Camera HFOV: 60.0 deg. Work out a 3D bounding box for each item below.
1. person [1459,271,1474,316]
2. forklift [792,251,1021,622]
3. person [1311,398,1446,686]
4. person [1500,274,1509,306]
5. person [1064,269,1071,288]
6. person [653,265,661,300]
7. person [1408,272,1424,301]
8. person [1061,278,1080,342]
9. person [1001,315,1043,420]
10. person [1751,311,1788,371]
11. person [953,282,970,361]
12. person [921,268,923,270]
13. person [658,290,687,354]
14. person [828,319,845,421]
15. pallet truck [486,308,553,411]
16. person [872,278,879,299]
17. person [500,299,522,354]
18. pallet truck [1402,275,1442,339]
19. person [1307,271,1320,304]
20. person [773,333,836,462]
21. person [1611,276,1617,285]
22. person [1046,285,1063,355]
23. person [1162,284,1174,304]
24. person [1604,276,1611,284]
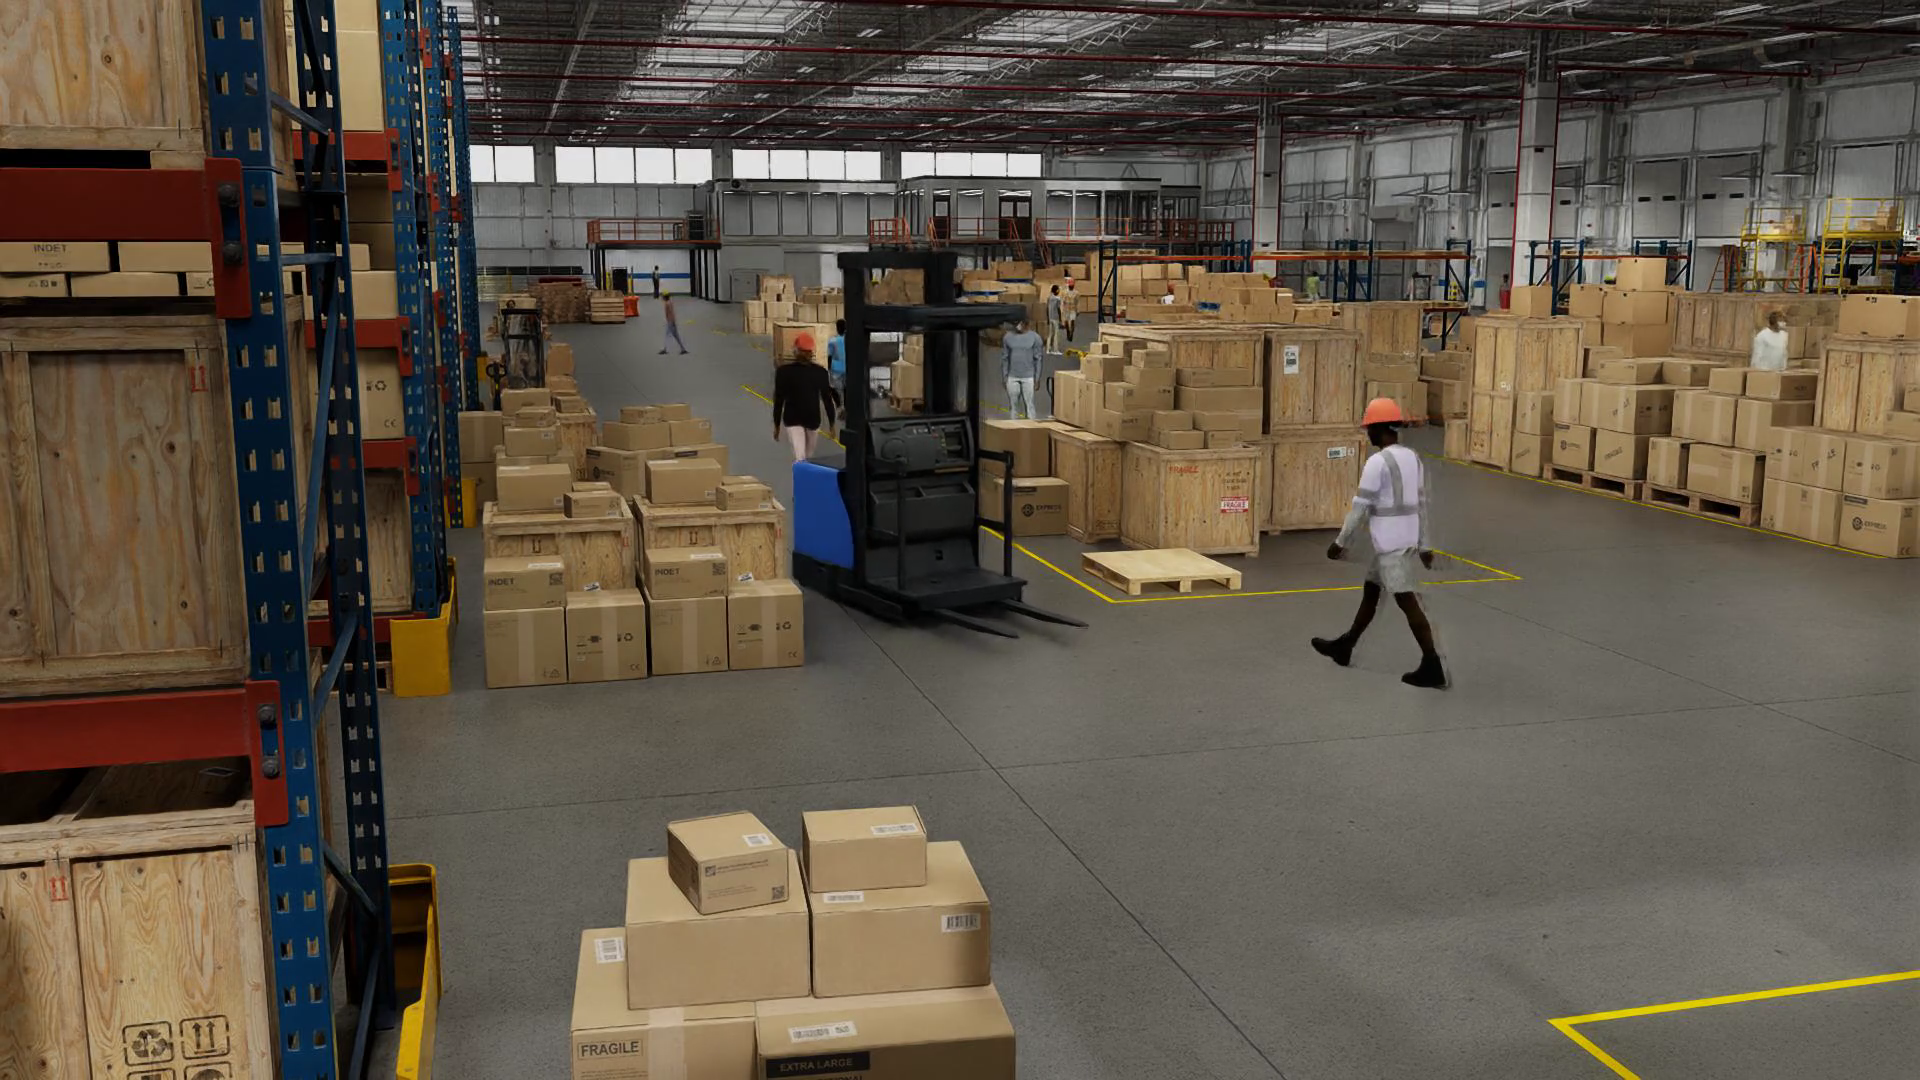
[{"bbox_3d":[20.794,-10.112,68.200,0.627,1.909,0.971,0,10,0],"label":"person"},{"bbox_3d":[-0.502,-0.921,13.387,1.129,2.768,1.873,-7,12,-33],"label":"forklift"},{"bbox_3d":[2.827,0.005,11.023,1.053,1.870,0.551,8,13,37],"label":"person"},{"bbox_3d":[20.062,-8.823,61.048,0.573,1.841,0.720,-7,12,-33],"label":"person"},{"bbox_3d":[4.385,-10.296,69.226,0.586,1.912,0.375,-1,10,-3],"label":"person"},{"bbox_3d":[-16.427,-13.934,90.009,0.328,1.842,0.514,-8,13,-39],"label":"person"},{"bbox_3d":[19.031,-10.302,69.499,0.635,1.826,0.704,2,10,12],"label":"person"},{"bbox_3d":[3.345,-6.959,50.283,0.577,1.922,0.487,2,10,10],"label":"person"},{"bbox_3d":[0.887,-2.340,24.091,0.634,1.939,0.367,4,11,21],"label":"person"},{"bbox_3d":[12.272,-2.526,25.321,0.650,1.903,0.701,-6,12,-31],"label":"person"},{"bbox_3d":[-0.047,-5.482,41.801,0.603,1.966,0.372,2,10,12],"label":"person"},{"bbox_3d":[-1.611,-10.781,71.936,0.623,1.917,0.584,-8,13,-37],"label":"person"},{"bbox_3d":[-7.699,-5.830,44.509,0.764,1.705,0.539,0,10,1],"label":"person"},{"bbox_3d":[-1.940,-2.786,27.316,0.558,1.683,0.371,-5,11,-26],"label":"person"},{"bbox_3d":[-6.242,-2.418,24.362,0.823,1.965,1.885,1,10,3],"label":"pallet truck"},{"bbox_3d":[-3.011,-8.457,59.283,0.295,1.743,0.493,0,10,0],"label":"person"},{"bbox_3d":[-10.485,-4.805,38.892,0.512,1.641,0.307,-6,12,-31],"label":"person"},{"bbox_3d":[14.620,-7.324,52.145,0.823,1.965,1.885,8,13,40],"label":"pallet truck"},{"bbox_3d":[15.196,-10.578,71.066,0.652,1.818,0.763,10,14,43],"label":"person"},{"bbox_3d":[-1.673,-1.270,18.058,0.647,1.937,1.047,-5,11,-26],"label":"person"},{"bbox_3d":[19.157,-6.710,48.545,0.676,2.000,0.536,-2,10,-14],"label":"person"},{"bbox_3d":[2.500,-5.834,44.112,0.318,1.858,0.527,-9,14,-42],"label":"person"},{"bbox_3d":[5.535,-5.730,43.448,0.574,1.882,0.356,6,12,31],"label":"person"},{"bbox_3d":[21.772,-7.915,55.851,0.606,1.884,0.999,-3,10,-16],"label":"person"}]
